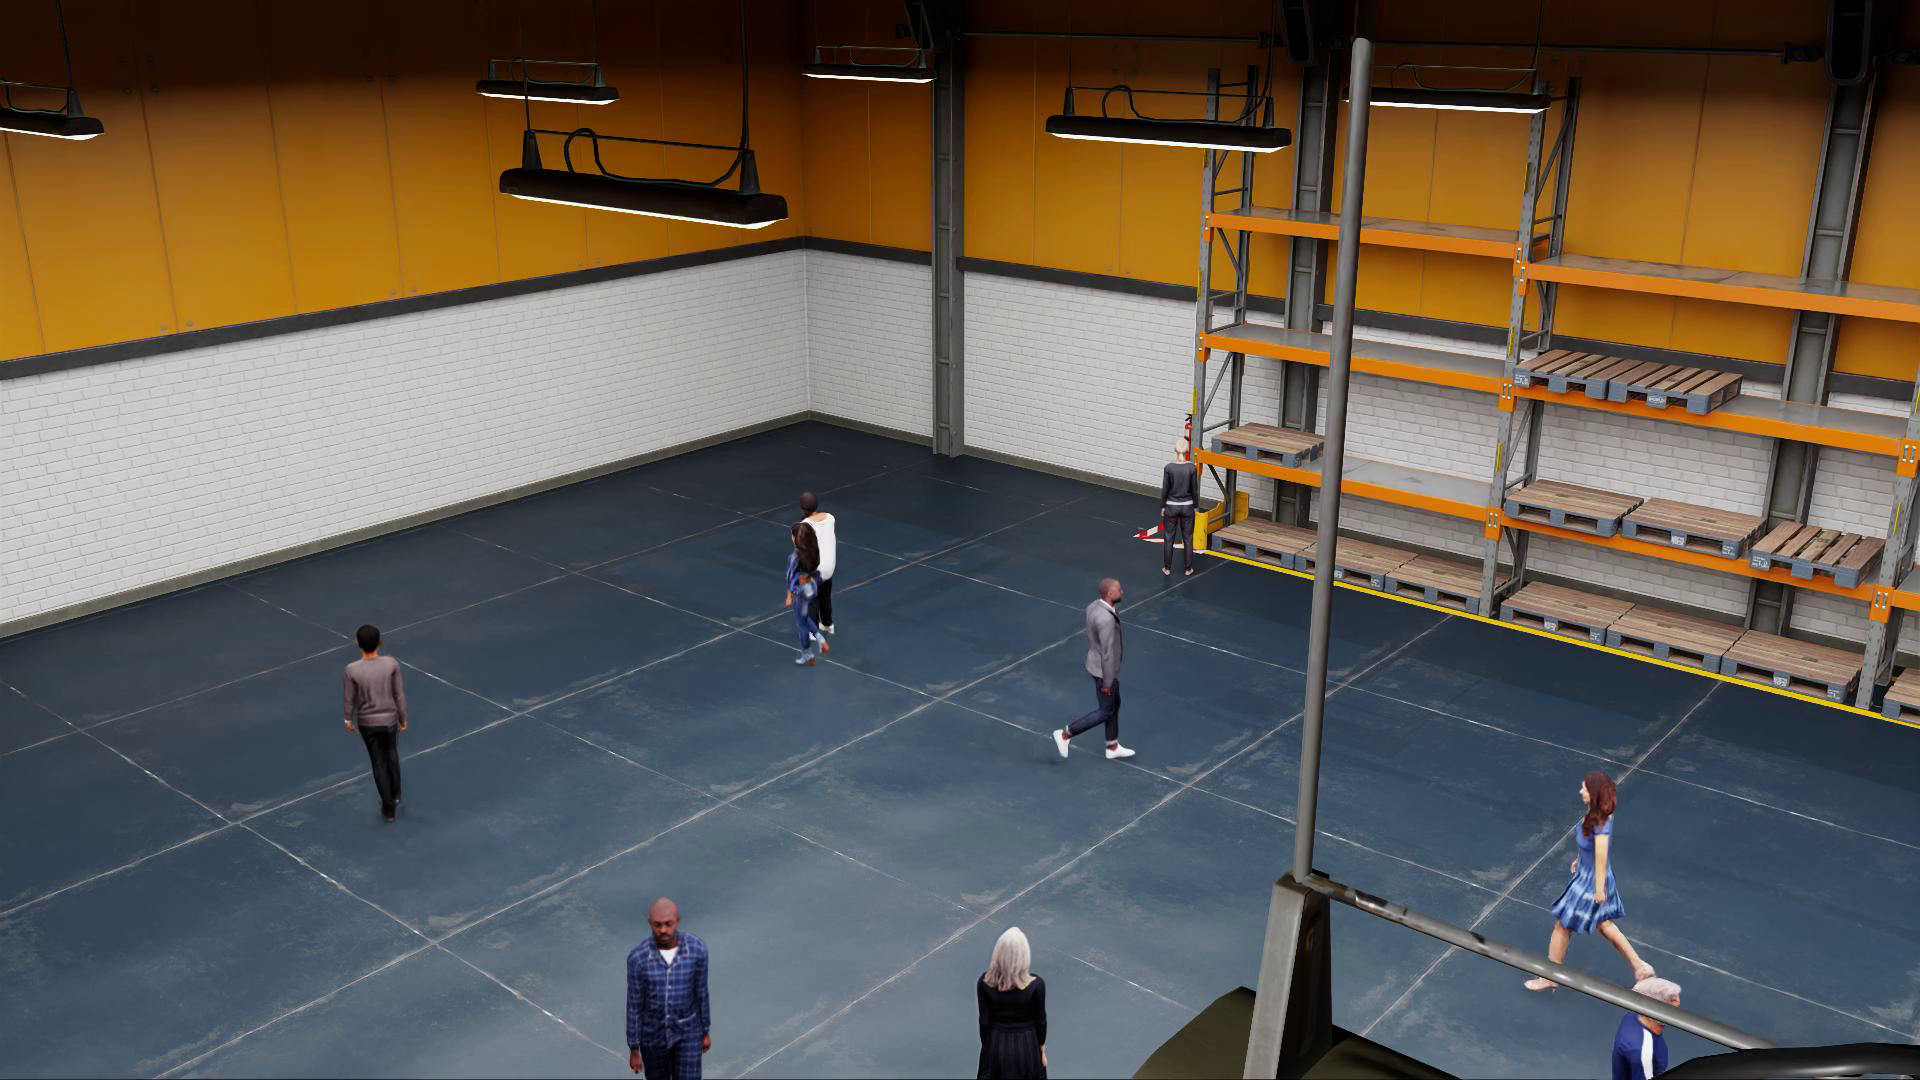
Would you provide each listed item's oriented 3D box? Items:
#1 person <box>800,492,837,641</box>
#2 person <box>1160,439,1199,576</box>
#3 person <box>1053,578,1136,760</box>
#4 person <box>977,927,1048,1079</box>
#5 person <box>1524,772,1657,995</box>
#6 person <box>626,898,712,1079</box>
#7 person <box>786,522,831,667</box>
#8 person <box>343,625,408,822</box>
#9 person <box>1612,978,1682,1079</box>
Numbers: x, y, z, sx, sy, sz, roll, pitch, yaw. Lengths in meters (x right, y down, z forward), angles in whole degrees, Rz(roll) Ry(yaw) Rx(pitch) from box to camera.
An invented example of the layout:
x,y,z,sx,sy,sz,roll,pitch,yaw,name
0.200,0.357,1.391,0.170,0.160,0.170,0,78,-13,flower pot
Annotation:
x,y,z,sx,sy,sz,roll,pitch,yaw,name
-1.608,0.269,18.471,0.607,1.686,0.651,16,25,40,person
2.699,-0.416,20.442,0.643,1.726,0.750,2,19,6,person
1.250,1.226,15.462,1.154,1.795,1.083,-1,19,-3,person
0.312,3.098,9.976,0.674,1.747,0.757,1,19,4,person
4.548,2.483,11.759,1.191,1.774,0.876,7,20,21,person
-1.812,2.991,10.250,1.111,1.775,1.237,-4,19,-11,person
-1.585,0.584,17.648,0.763,1.614,0.729,7,20,19,person
-5.026,1.610,14.383,0.770,1.754,0.846,16,24,39,person
3.716,3.266,9.423,1.240,1.782,0.890,8,20,22,person
